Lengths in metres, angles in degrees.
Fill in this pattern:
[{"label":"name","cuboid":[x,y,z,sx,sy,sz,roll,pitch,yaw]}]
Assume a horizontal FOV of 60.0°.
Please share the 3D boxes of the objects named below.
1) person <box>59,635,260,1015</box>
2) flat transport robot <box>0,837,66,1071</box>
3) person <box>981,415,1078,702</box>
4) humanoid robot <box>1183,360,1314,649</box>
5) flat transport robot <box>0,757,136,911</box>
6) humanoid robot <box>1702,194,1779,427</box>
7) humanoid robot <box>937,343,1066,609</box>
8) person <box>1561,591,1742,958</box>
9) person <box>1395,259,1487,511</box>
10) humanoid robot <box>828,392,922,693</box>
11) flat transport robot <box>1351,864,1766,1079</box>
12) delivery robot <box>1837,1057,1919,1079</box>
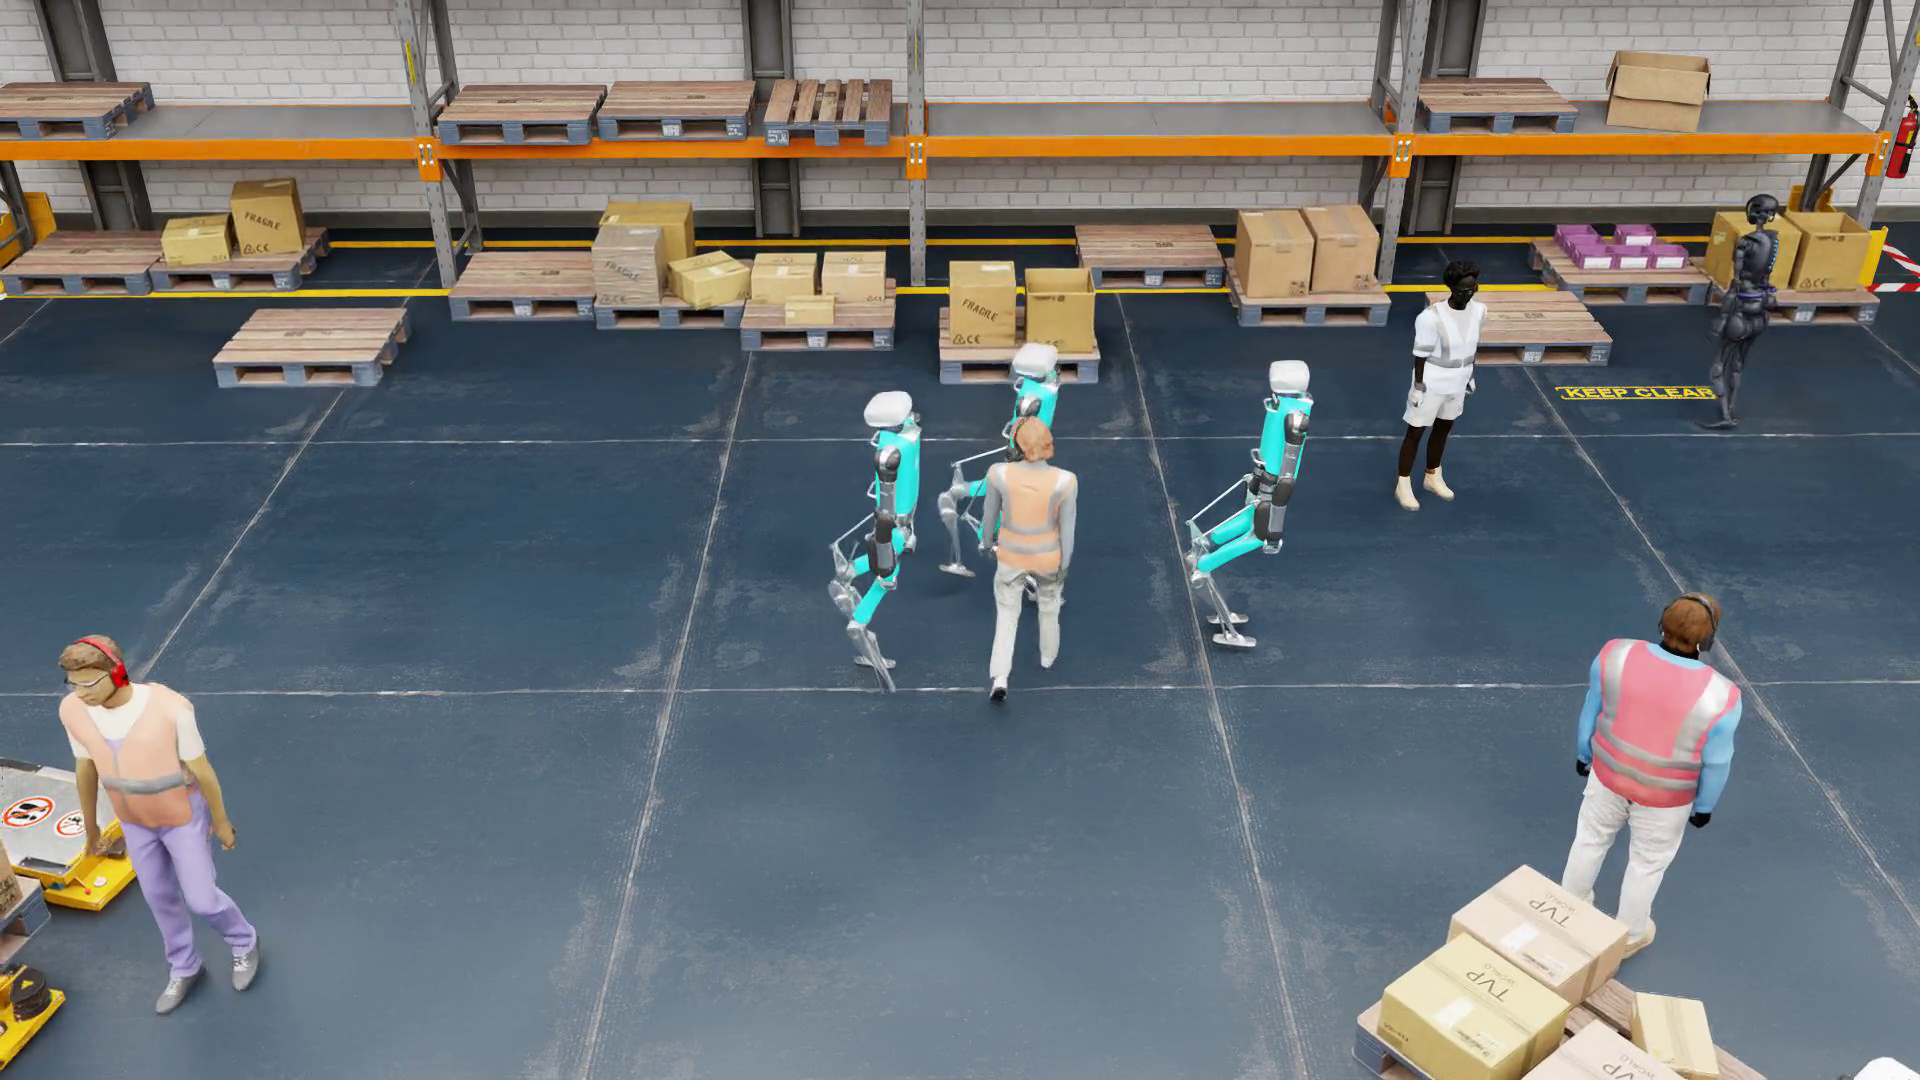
[{"label":"person","cuboid":[-3.349,1.168,6.943,0.621,1.834,0.485,5,31,8]},{"label":"flat transport robot","cuboid":[-4.649,2.018,7.051,1.431,0.231,0.659,7,32,11]},{"label":"person","cuboid":[0.354,0.122,8.901,0.520,1.613,0.698,3,31,4]},{"label":"humanoid robot","cuboid":[1.521,-0.194,9.213,0.720,1.691,0.531,0,31,-1]},{"label":"flat transport robot","cuboid":[-4.575,1.397,8.086,1.431,0.231,0.659,8,32,14]},{"label":"humanoid robot","cuboid":[5.541,-1.603,11.713,0.609,1.638,0.418,-24,38,-34]},{"label":"humanoid robot","cuboid":[0.123,-0.363,9.644,1.017,1.761,0.549,10,32,16]},{"label":"person","cuboid":[2.964,1.024,7.192,0.633,1.834,0.430,25,39,35]},{"label":"person","cuboid":[3.104,-1.008,10.699,0.532,1.696,0.322,-14,34,-21]},{"label":"humanoid robot","cuboid":[-0.523,0.038,8.973,0.715,1.845,0.549,7,32,11]},{"label":"flat transport robot","cuboid":[2.329,2.265,6.640,1.431,0.231,0.659,-22,38,-32]},{"label":"delivery robot","cuboid":[3.451,2.311,6.304,0.811,0.613,0.499,-23,38,-33]}]
